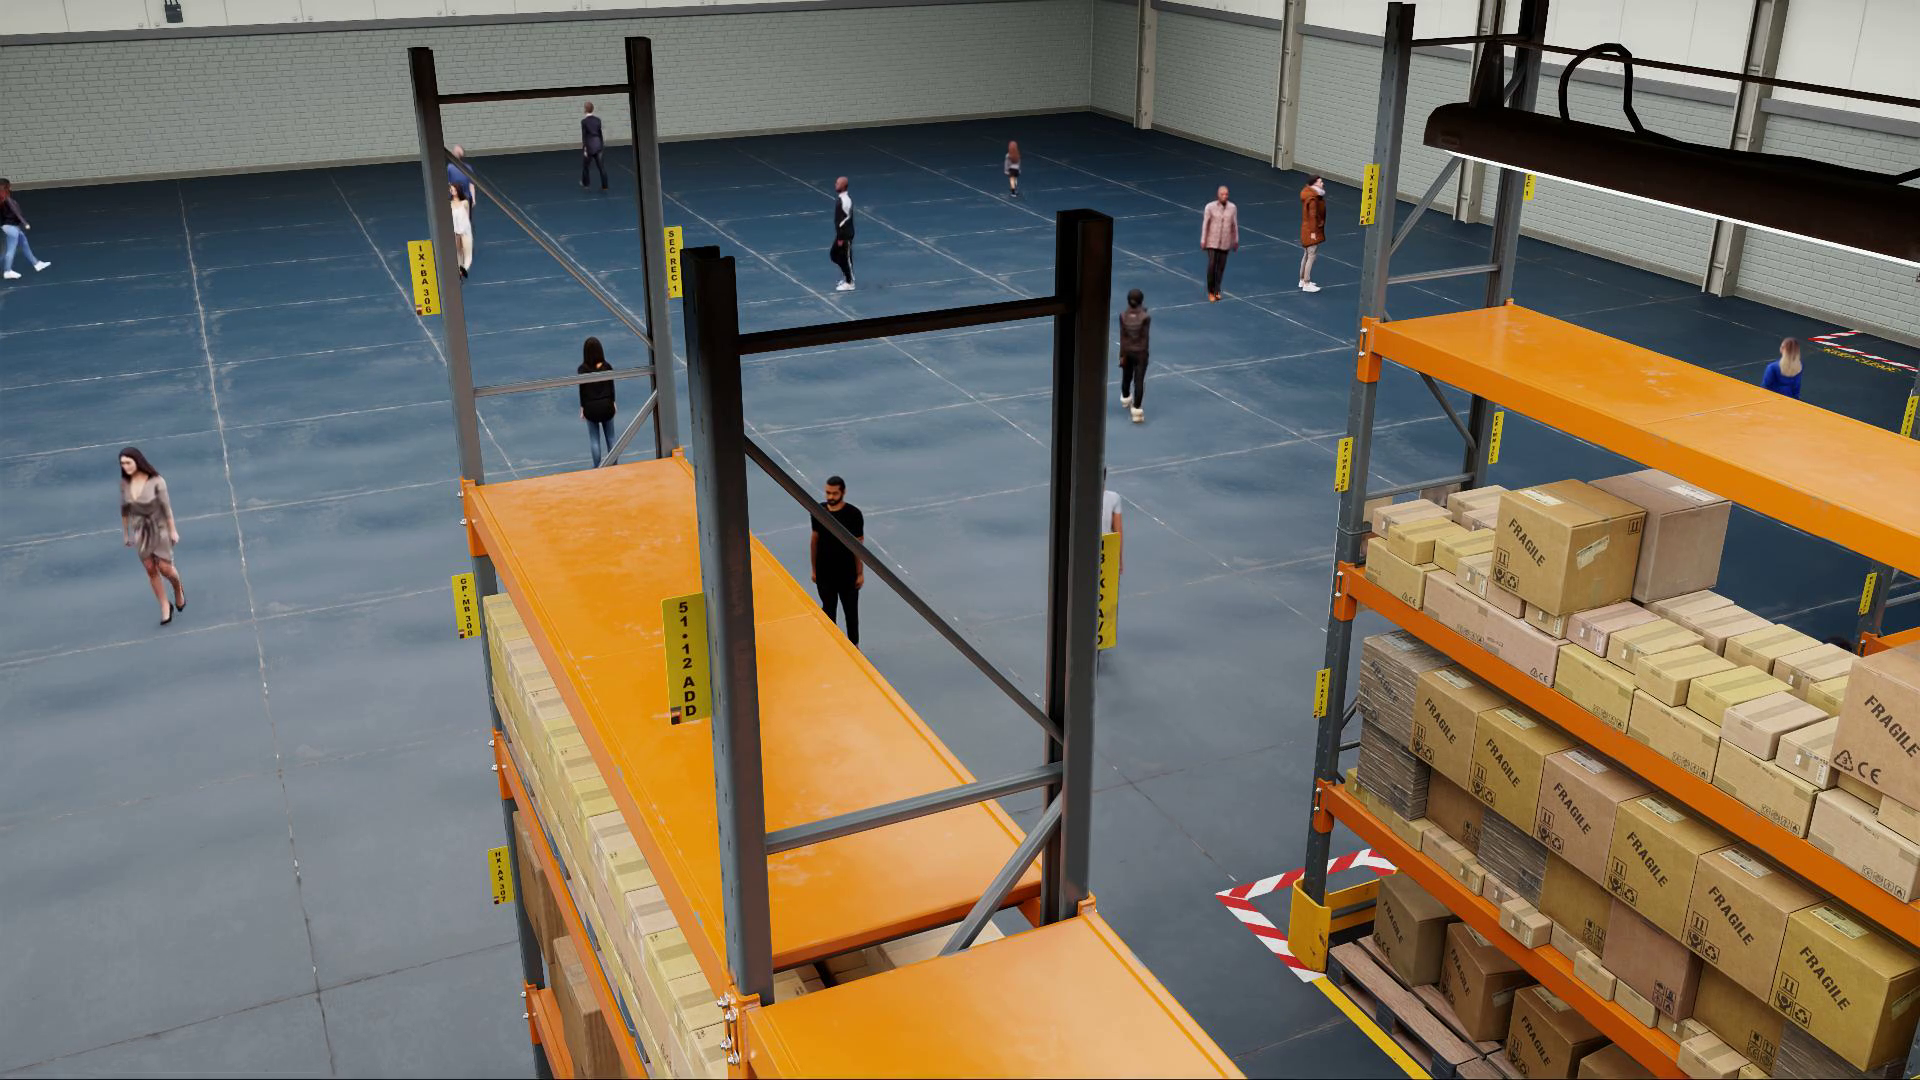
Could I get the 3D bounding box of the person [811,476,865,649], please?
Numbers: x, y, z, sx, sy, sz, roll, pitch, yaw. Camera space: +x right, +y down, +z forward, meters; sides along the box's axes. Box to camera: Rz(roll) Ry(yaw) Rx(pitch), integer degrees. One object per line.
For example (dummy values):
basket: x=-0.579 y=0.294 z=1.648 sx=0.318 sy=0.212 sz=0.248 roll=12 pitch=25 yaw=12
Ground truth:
person: x=-1.067 y=0.257 z=14.557 sx=0.710 sy=1.757 sz=0.739 roll=5 pitch=24 yaw=11

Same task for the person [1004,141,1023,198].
person: x=1.099 y=-7.509 z=33.665 sx=0.497 sy=1.095 sz=0.570 roll=-9 pitch=25 yaw=-20

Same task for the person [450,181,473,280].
person: x=-8.154 y=-4.954 z=26.974 sx=0.815 sy=1.629 sz=0.978 roll=-2 pitch=23 yaw=-4

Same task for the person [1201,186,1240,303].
person: x=4.042 y=-4.679 z=26.124 sx=0.829 sy=1.789 sz=0.883 roll=-4 pitch=23 yaw=-9

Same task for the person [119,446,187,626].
person: x=-7.424 y=-0.070 z=15.356 sx=0.745 sy=1.733 sz=0.778 roll=1 pitch=23 yaw=1

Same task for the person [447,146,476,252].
person: x=-8.638 y=-5.874 z=28.853 sx=0.680 sy=1.852 sz=0.837 roll=-12 pitch=26 yaw=-26

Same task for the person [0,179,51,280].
person: x=-15.660 y=-5.088 z=27.324 sx=0.907 sy=1.602 sz=1.040 roll=-21 pitch=31 yaw=-40

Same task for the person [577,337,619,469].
person: x=-4.091 y=-1.499 z=18.828 sx=0.578 sy=1.646 sz=0.539 roll=-8 pitch=24 yaw=-19

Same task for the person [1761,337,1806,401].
person: x=9.156 y=-1.399 z=18.568 sx=0.792 sy=1.666 sz=1.169 roll=-5 pitch=24 yaw=-12

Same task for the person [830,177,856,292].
person: x=-1.759 y=-4.902 z=26.612 sx=0.774 sy=1.816 sz=0.625 roll=-5 pitch=24 yaw=-12

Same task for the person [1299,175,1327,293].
person: x=5.627 y=-4.925 z=26.641 sx=0.891 sy=1.838 sz=0.797 roll=0 pitch=23 yaw=0

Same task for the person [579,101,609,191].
person: x=-7.448 y=-7.985 z=33.925 sx=0.936 sy=1.768 sz=1.252 roll=-19 pitch=30 yaw=-37

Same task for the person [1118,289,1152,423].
person: x=2.234 y=-2.341 z=20.819 sx=1.129 sy=1.638 sz=1.020 roll=-7 pitch=24 yaw=-16
